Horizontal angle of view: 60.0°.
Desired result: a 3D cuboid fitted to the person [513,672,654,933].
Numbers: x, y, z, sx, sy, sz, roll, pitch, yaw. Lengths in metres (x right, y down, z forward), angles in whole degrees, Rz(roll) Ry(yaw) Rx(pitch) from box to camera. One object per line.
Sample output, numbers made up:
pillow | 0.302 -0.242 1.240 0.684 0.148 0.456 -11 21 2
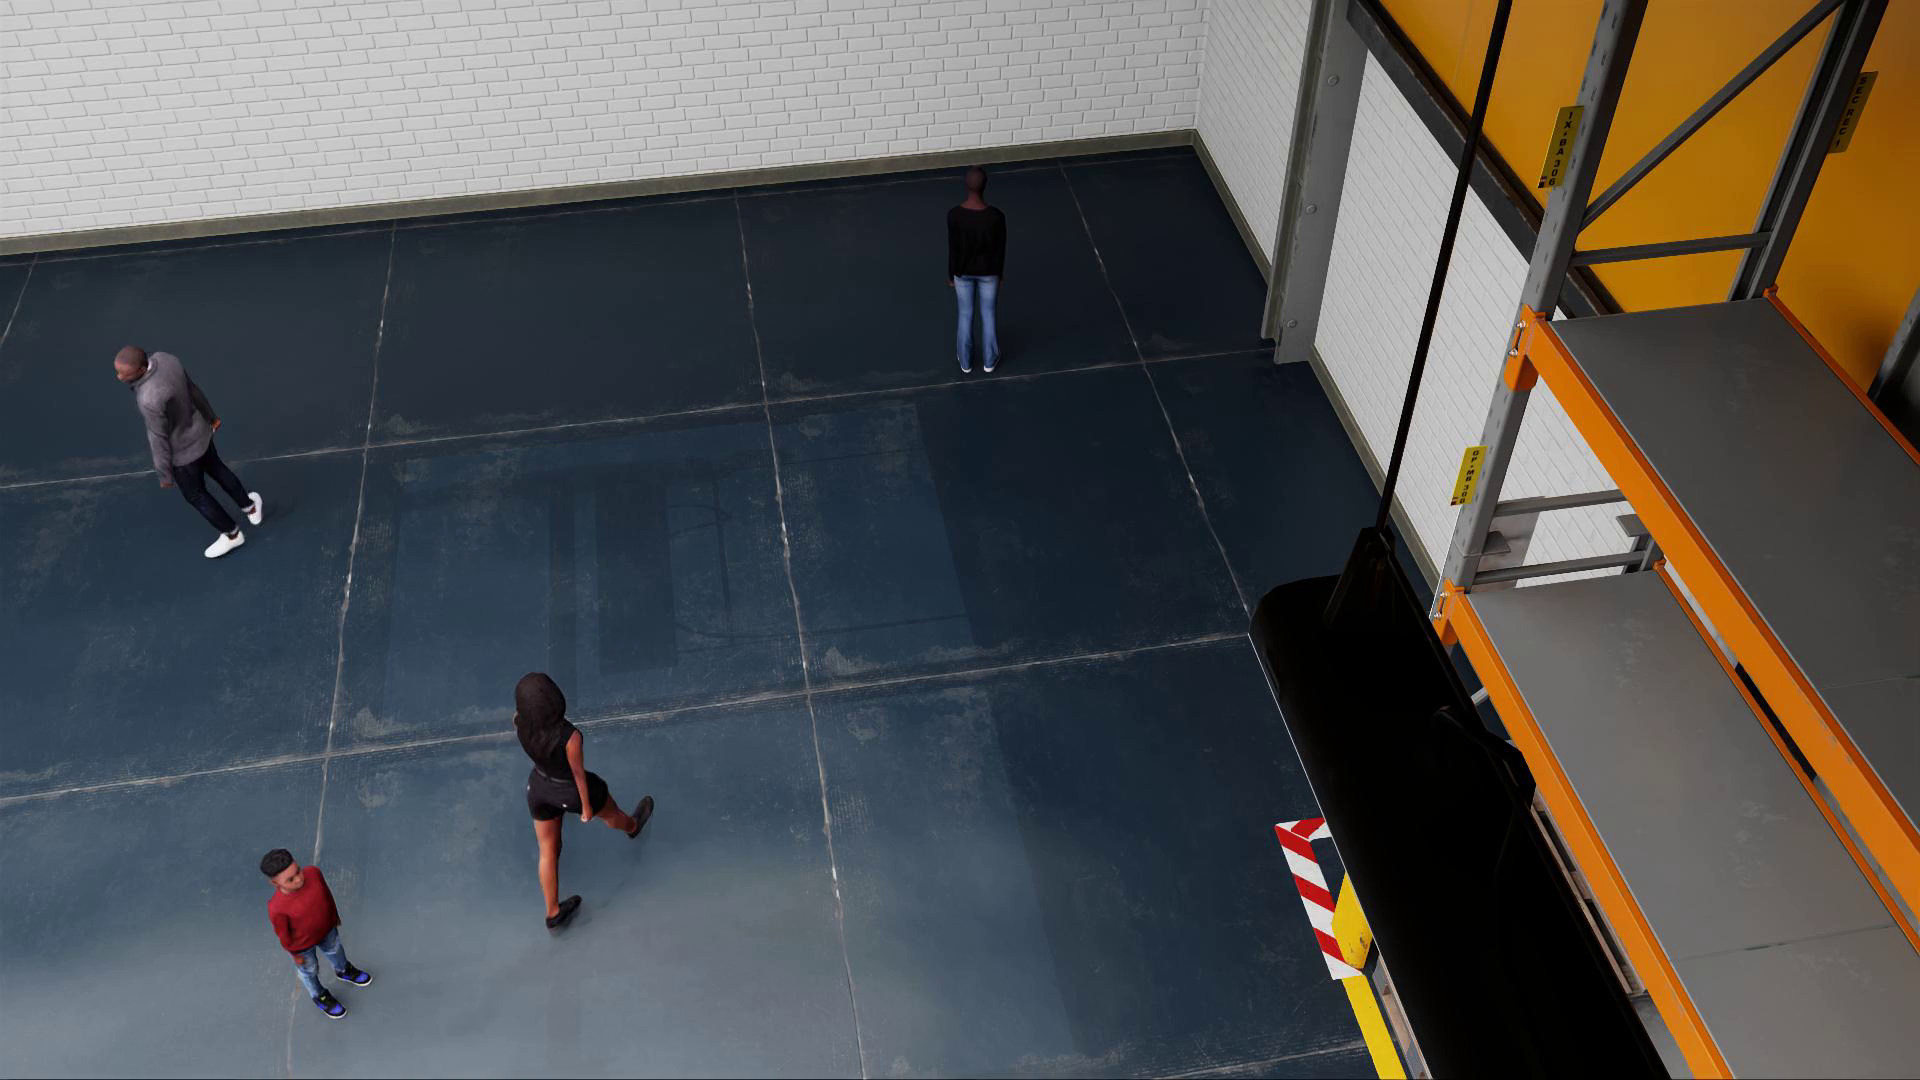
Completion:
person | -2.201 1.451 8.992 1.062 1.684 1.252 19 47 19

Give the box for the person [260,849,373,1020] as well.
person | -3.414 2.029 8.696 0.636 1.255 0.568 22 48 21

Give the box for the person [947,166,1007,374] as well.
person | 0.126 -2.030 12.599 0.646 1.749 0.617 3 44 4

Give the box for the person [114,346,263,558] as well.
person | -5.108 -0.668 11.144 0.990 1.784 0.637 9 44 9
